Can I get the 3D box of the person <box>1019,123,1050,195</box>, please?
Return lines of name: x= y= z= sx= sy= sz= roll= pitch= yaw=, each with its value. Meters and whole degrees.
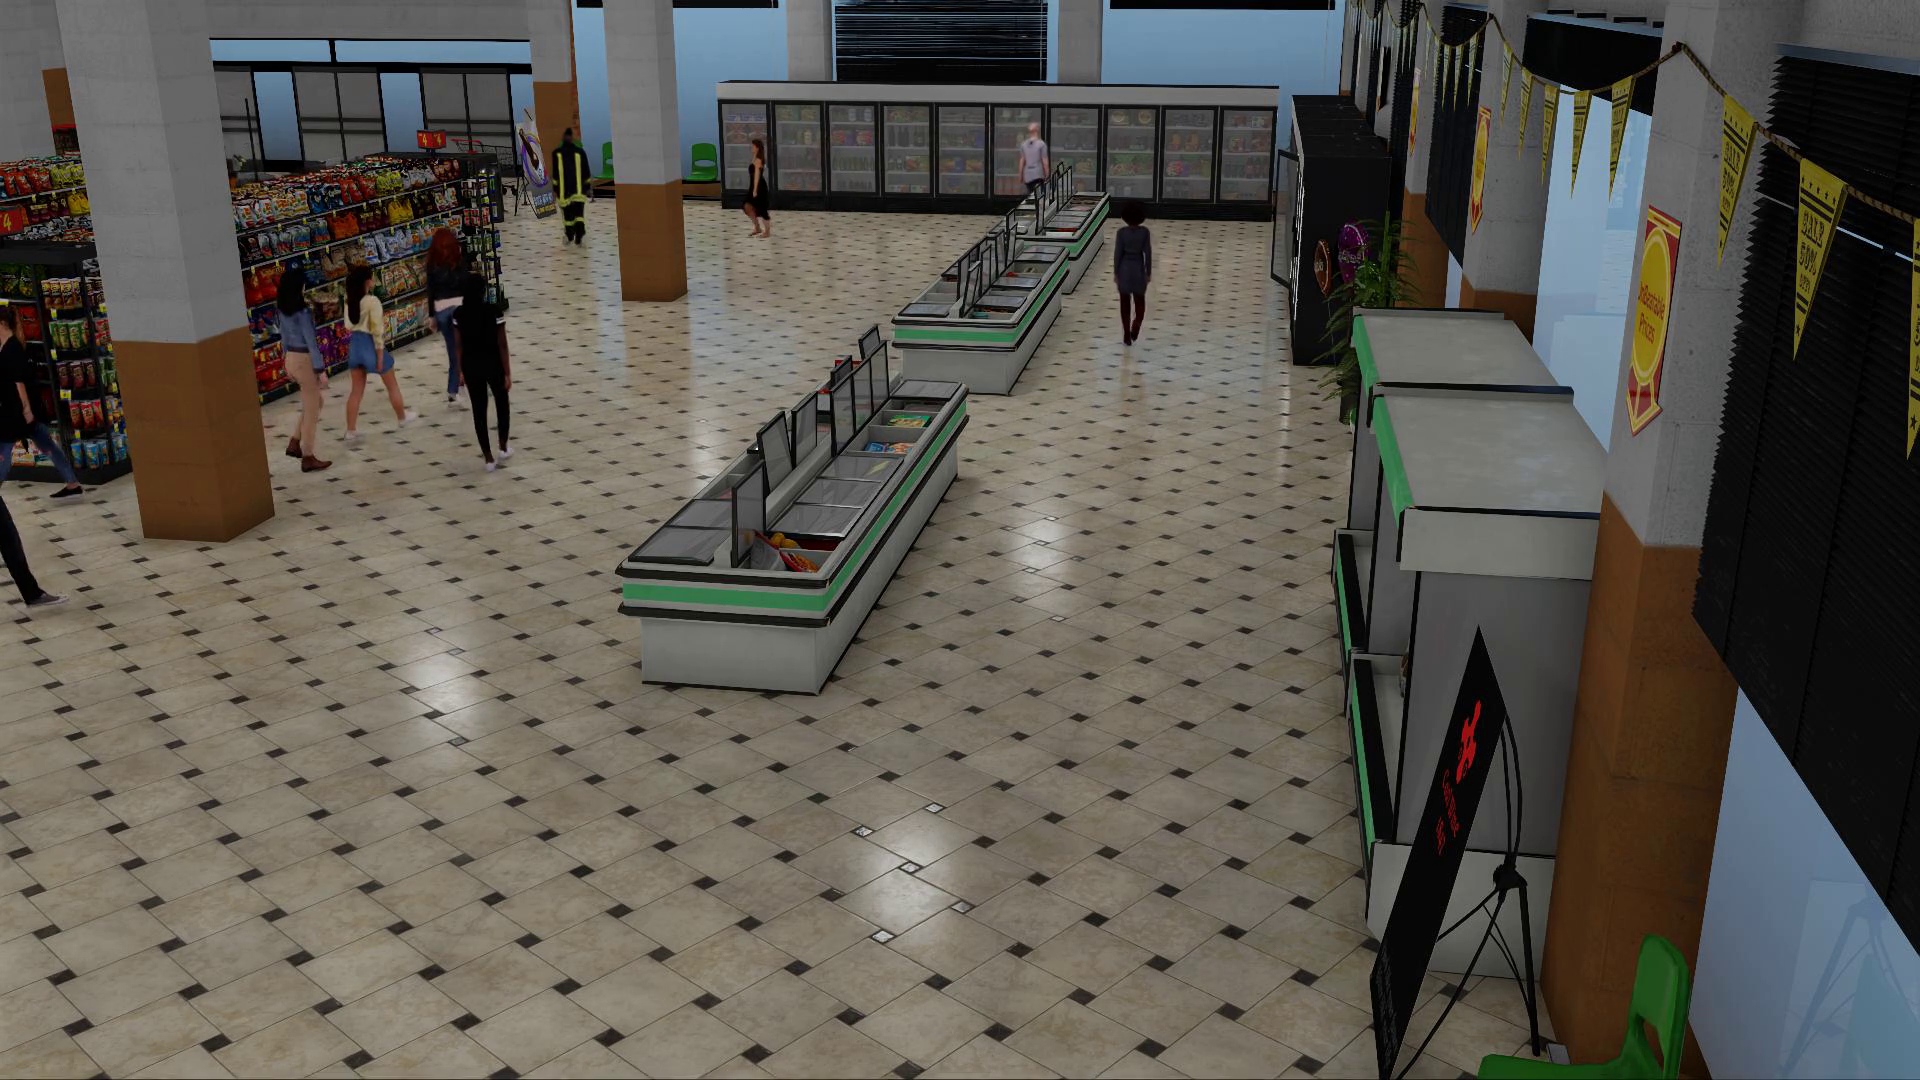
person: x=1.224 y=-6.088 z=28.080 sx=1.023 sy=1.800 sz=1.316 roll=13 pitch=22 yaw=33

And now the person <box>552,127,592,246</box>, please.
person: x=-6.274 y=-5.680 z=26.825 sx=1.004 sy=1.830 sz=1.185 roll=-4 pitch=19 yaw=-13

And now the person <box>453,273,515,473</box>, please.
person: x=-4.138 y=-1.431 z=14.402 sx=0.744 sy=1.715 sz=0.872 roll=-1 pitch=19 yaw=-4

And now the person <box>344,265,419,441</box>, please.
person: x=-5.543 y=-1.695 z=15.384 sx=0.796 sy=1.588 sz=1.160 roll=8 pitch=20 yaw=21

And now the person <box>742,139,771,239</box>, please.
person: x=-3.250 y=-5.799 z=27.519 sx=0.766 sy=1.612 sz=0.706 roll=-4 pitch=19 yaw=-12

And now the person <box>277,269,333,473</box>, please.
person: x=-5.741 y=-1.432 z=14.331 sx=0.747 sy=1.761 sz=0.796 roll=16 pitch=25 yaw=40

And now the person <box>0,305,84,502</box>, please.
person: x=-7.453 y=-1.049 z=13.392 sx=1.120 sy=1.637 sz=1.118 roll=-10 pitch=21 yaw=-27

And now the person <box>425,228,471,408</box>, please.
person: x=-5.082 y=-2.170 z=16.577 sx=0.790 sy=1.725 sz=1.269 roll=-1 pitch=19 yaw=-3

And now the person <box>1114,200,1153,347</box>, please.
person: x=2.000 y=-3.042 z=19.215 sx=0.689 sy=1.694 sz=0.968 roll=0 pitch=19 yaw=0
